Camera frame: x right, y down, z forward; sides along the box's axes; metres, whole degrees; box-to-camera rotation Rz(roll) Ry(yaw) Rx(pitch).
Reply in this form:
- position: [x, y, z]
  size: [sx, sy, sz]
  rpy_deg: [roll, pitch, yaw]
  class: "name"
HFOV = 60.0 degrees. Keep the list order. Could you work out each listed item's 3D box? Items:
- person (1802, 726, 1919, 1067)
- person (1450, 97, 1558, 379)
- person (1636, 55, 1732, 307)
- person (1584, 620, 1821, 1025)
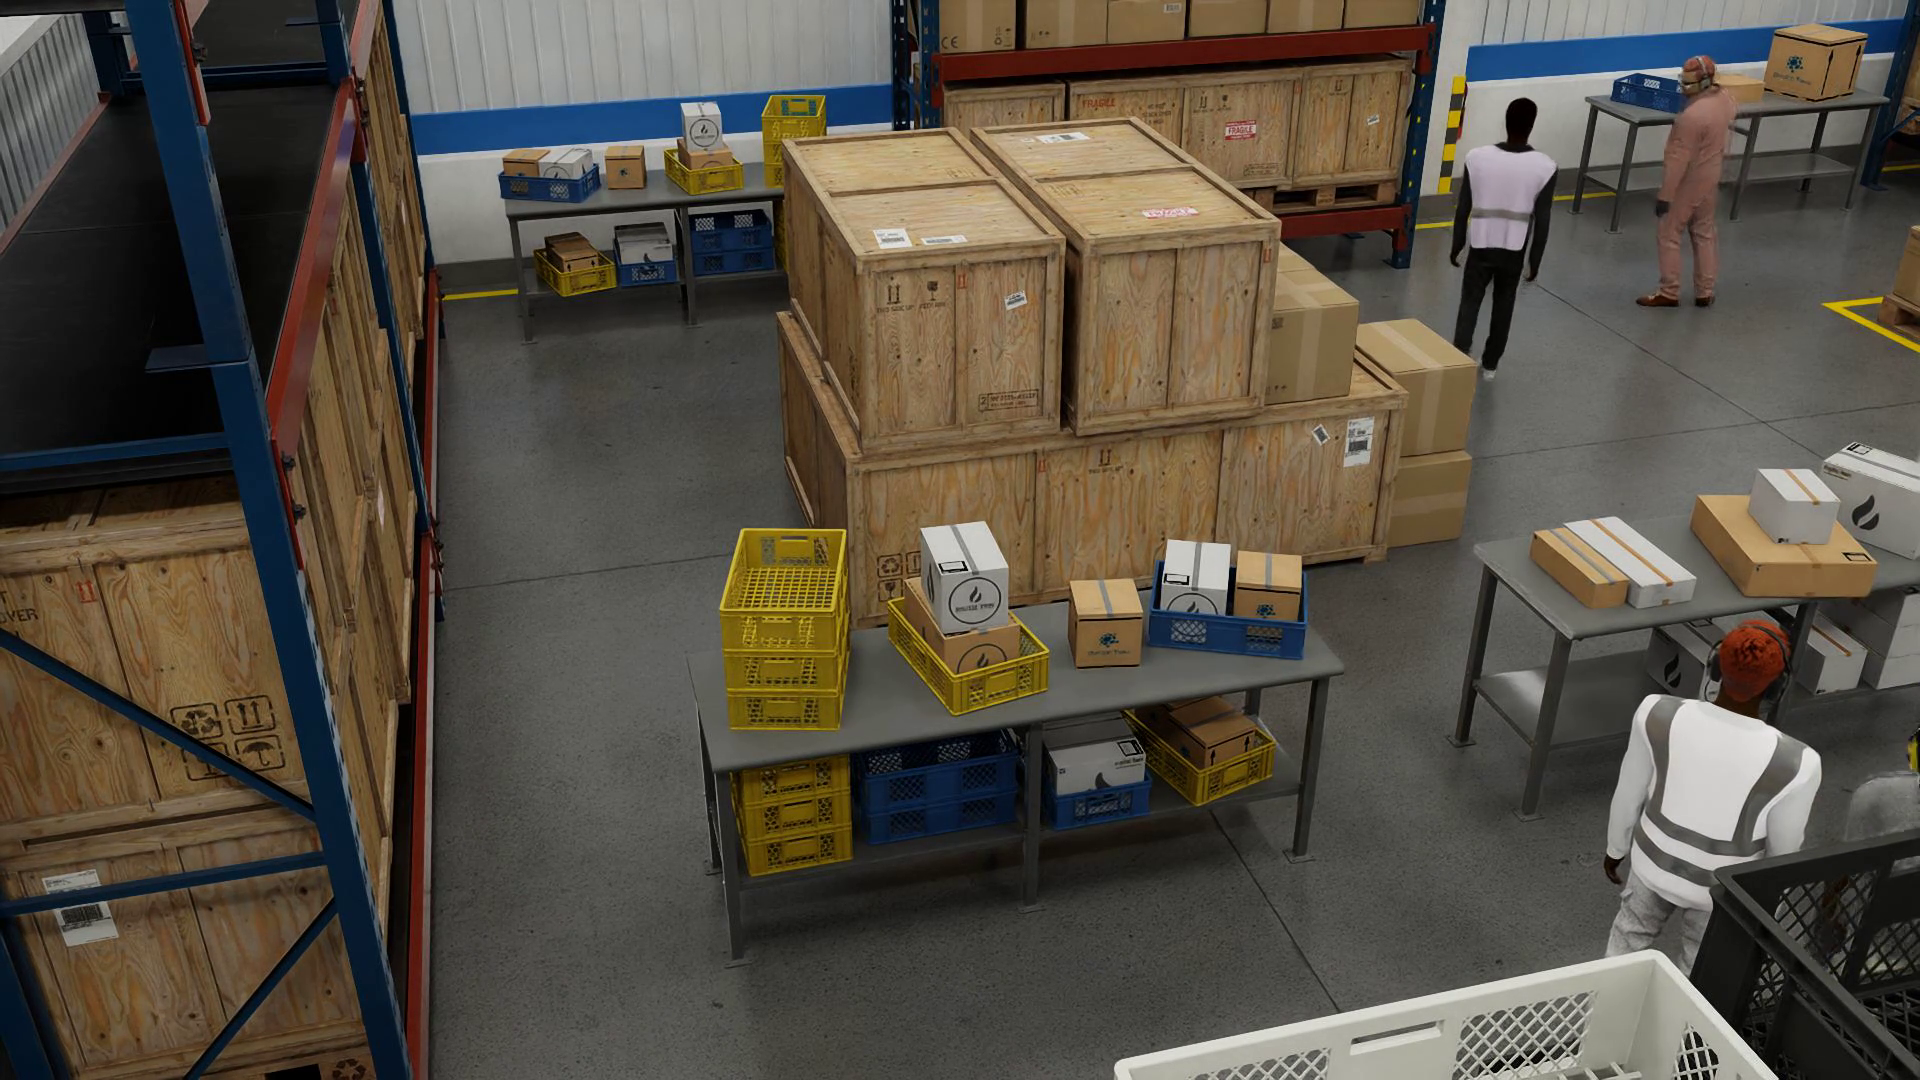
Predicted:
- position: [2.967, 1.253, 5.226]
  size: [0.557, 1.831, 0.886]
  rpy_deg: [7, 30, 12]
  class: "person"
- position: [3.513, -1.904, 10.873]
  size: [0.600, 1.900, 0.680]
  rpy_deg: [10, 30, 17]
  class: "person"
- position: [5.386, -2.591, 12.164]
  size: [0.533, 1.867, 0.720]
  rpy_deg: [25, 38, 38]
  class: "person"
- position: [2.391, 1.098, 5.444]
  size: [0.579, 1.878, 0.342]
  rpy_deg: [22, 36, 35]
  class: "person"
